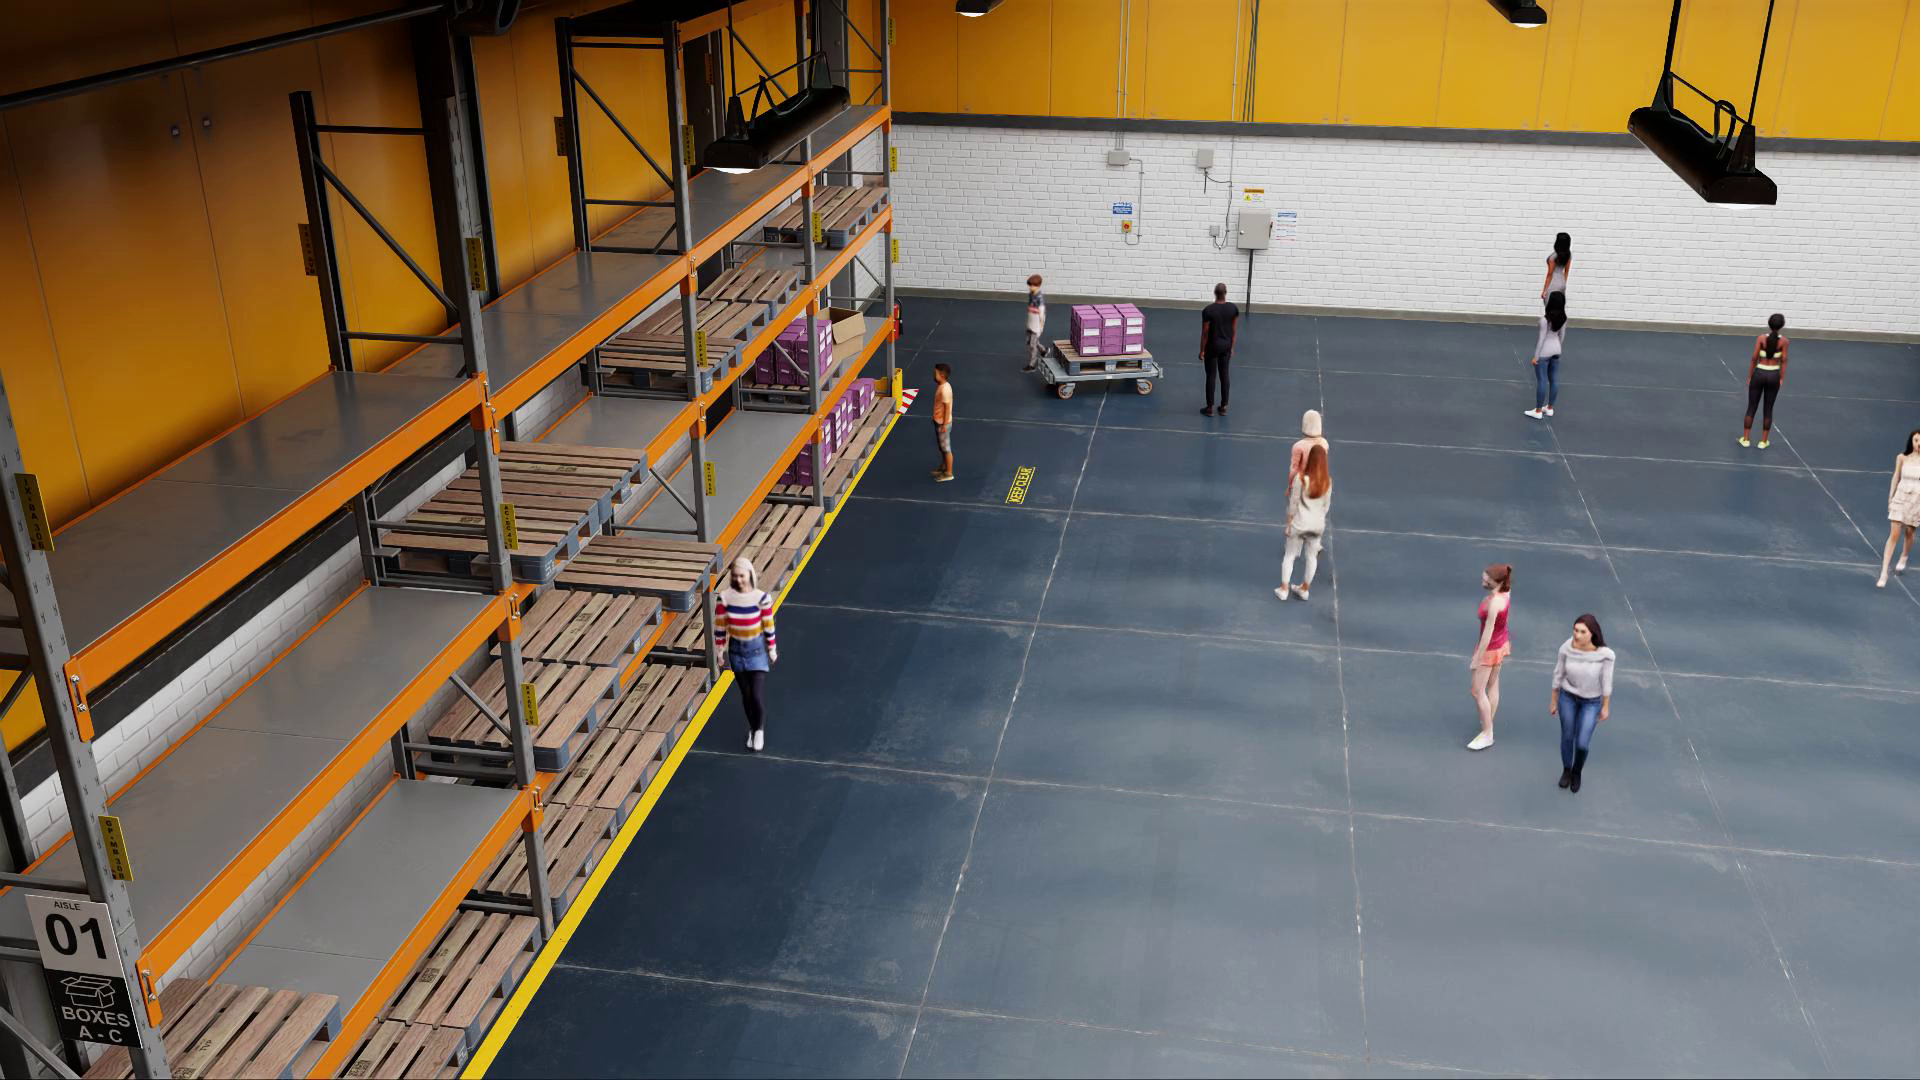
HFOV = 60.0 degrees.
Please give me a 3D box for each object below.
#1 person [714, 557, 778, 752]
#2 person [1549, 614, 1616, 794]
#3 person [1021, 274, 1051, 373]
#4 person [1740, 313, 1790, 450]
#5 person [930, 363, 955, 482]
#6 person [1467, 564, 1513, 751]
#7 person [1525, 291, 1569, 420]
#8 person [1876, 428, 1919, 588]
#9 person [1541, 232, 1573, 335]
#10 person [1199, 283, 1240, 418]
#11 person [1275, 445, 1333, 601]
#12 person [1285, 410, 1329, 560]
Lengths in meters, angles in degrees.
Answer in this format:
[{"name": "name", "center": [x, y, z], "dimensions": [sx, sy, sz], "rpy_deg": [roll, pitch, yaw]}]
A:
[{"name": "person", "center": [-1.806, 0.943, 14.366], "dimensions": [0.657, 1.800, 0.589], "rpy_deg": [4, 24, 10]}, {"name": "person", "center": [5.135, 1.315, 13.748], "dimensions": [0.719, 1.614, 0.720], "rpy_deg": [14, 27, 30]}, {"name": "person", "center": [1.143, -3.173, 24.248], "dimensions": [0.871, 1.426, 0.823], "rpy_deg": [-14, 27, -29]}, {"name": "person", "center": [10.285, -2.035, 21.238], "dimensions": [0.613, 1.753, 0.577], "rpy_deg": [10, 26, 22]}, {"name": "person", "center": [-0.200, -1.450, 20.265], "dimensions": [0.643, 1.461, 0.504], "rpy_deg": [-3, 24, -7]}, {"name": "person", "center": [4.648, 0.941, 14.468], "dimensions": [0.658, 1.723, 0.882], "rpy_deg": [-21, 31, -39]}, {"name": "person", "center": [7.905, -2.490, 22.302], "dimensions": [0.690, 1.735, 0.713], "rpy_deg": [-11, 26, -23]}, {"name": "person", "center": [10.013, -0.355, 17.476], "dimensions": [0.906, 1.687, 1.108], "rpy_deg": [19, 30, 36]}, {"name": "person", "center": [9.022, -3.785, 25.205], "dimensions": [0.674, 1.781, 0.705], "rpy_deg": [-11, 26, -23]}, {"name": "person", "center": [3.470, -2.561, 22.358], "dimensions": [0.742, 1.819, 0.713], "rpy_deg": [-6, 24, -13]}, {"name": "person", "center": [3.583, -0.136, 16.953], "dimensions": [0.699, 1.704, 0.719], "rpy_deg": [-5, 24, -12]}, {"name": "person", "center": [3.747, -0.536, 17.865], "dimensions": [0.918, 1.707, 1.010], "rpy_deg": [-13, 27, -26]}]
